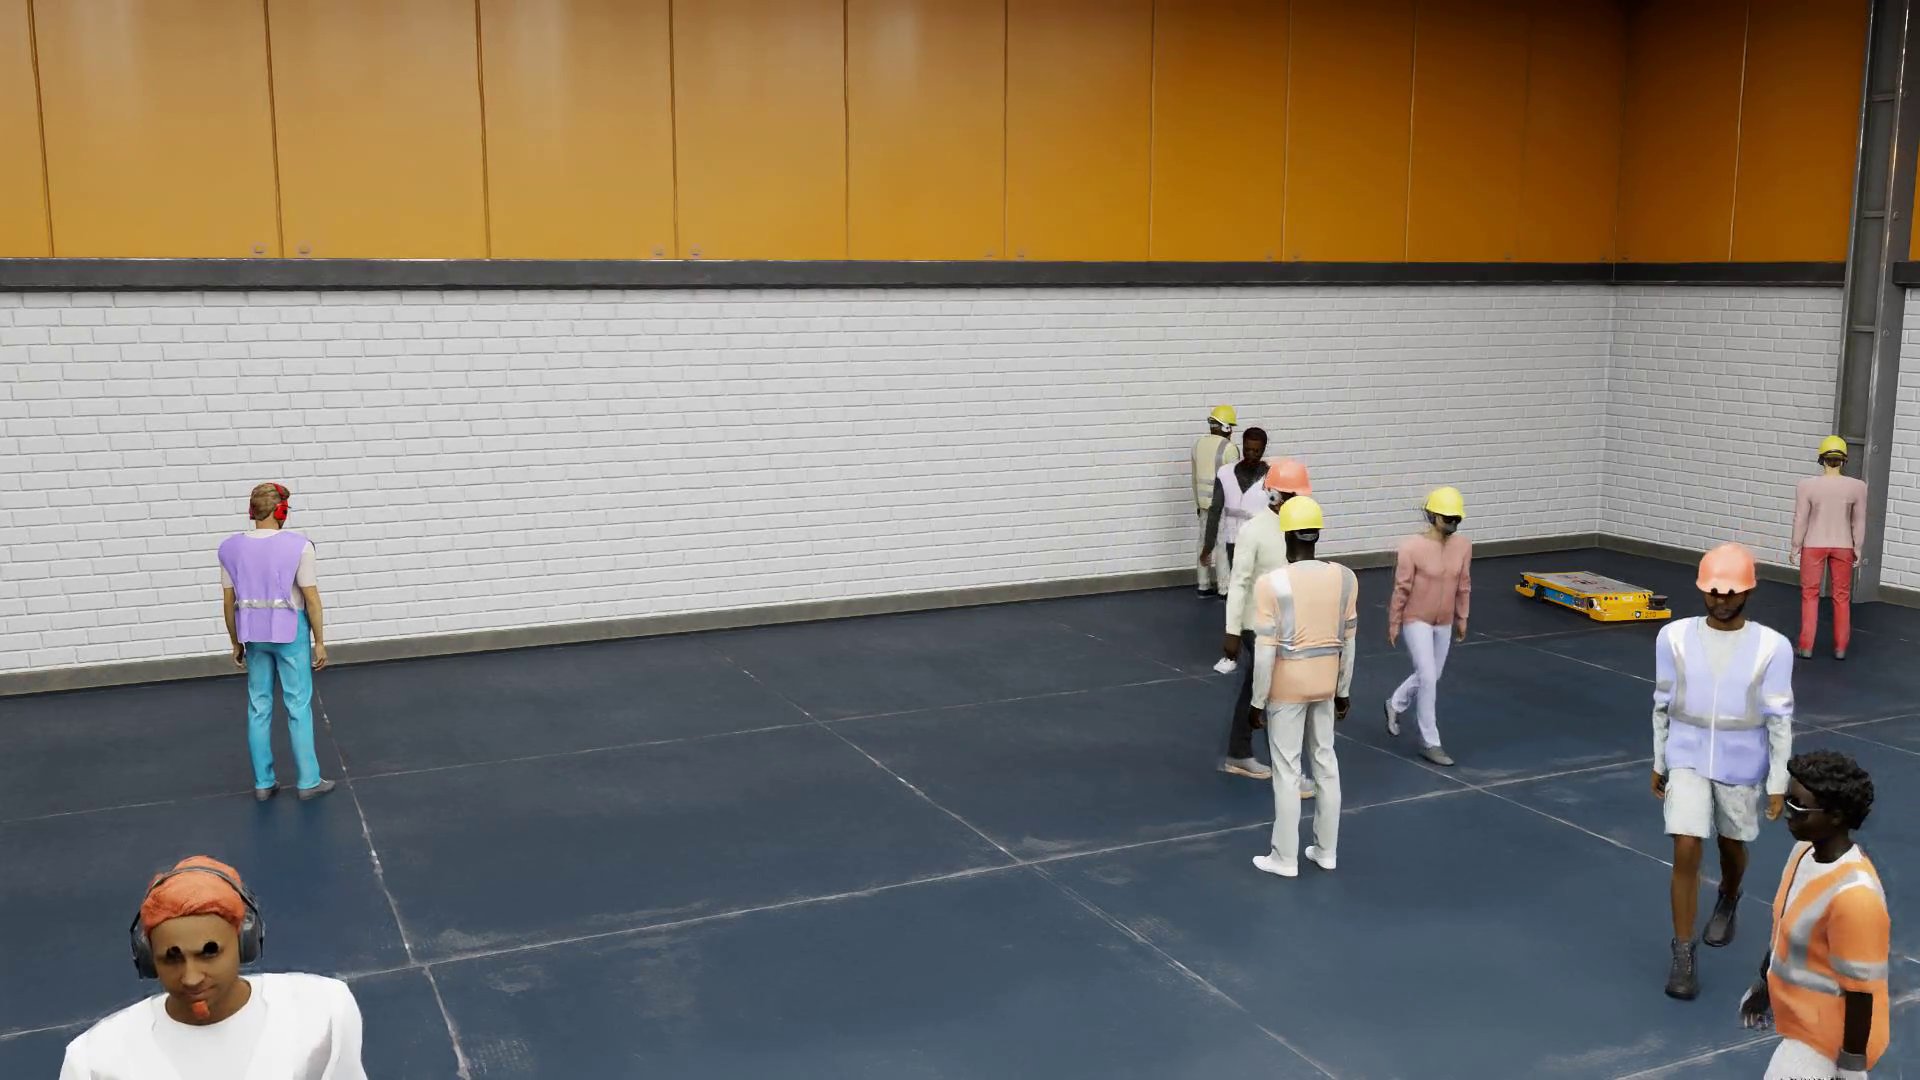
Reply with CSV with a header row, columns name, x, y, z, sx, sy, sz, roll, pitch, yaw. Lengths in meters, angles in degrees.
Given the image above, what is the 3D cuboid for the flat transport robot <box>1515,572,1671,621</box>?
name,x,y,z,sx,sy,sz,roll,pitch,yaw
flat transport robot,5.691,0.489,15.010,0.652,0.197,1.431,-2,9,-12

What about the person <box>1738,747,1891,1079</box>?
name,x,y,z,sx,sy,sz,roll,pitch,yaw
person,2.415,1.421,4.860,0.682,1.671,0.547,3,10,17

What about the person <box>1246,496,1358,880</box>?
name,x,y,z,sx,sy,sz,roll,pitch,yaw
person,1.699,0.737,8.354,0.594,1.922,0.385,-4,10,-22

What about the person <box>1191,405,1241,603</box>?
name,x,y,z,sx,sy,sz,roll,pitch,yaw
person,2.388,-0.334,15.317,0.403,1.823,0.588,-6,11,-33

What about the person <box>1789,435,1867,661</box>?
name,x,y,z,sx,sy,sz,roll,pitch,yaw
person,6.779,0.065,13.025,0.533,1.765,0.329,2,9,11

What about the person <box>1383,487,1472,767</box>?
name,x,y,z,sx,sy,sz,roll,pitch,yaw
person,2.905,0.490,10.482,0.539,1.725,0.778,-4,10,-21

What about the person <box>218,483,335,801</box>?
name,x,y,z,sx,sy,sz,roll,pitch,yaw
person,-3.922,0.592,9.522,0.563,1.837,0.389,0,9,3

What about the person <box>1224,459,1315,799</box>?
name,x,y,z,sx,sy,sz,roll,pitch,yaw
person,1.896,0.501,9.717,0.884,1.946,0.651,8,12,40

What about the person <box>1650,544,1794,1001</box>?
name,x,y,z,sx,sy,sz,roll,pitch,yaw
person,3.286,0.938,7.201,0.555,1.903,0.962,5,10,29

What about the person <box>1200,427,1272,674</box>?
name,x,y,z,sx,sy,sz,roll,pitch,yaw
person,2.237,0.041,12.876,0.597,1.868,1.044,7,12,37

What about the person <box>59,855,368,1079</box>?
name,x,y,z,sx,sy,sz,roll,pitch,yaw
person,-1.489,1.557,3.428,0.621,1.872,0.418,-4,10,-23
